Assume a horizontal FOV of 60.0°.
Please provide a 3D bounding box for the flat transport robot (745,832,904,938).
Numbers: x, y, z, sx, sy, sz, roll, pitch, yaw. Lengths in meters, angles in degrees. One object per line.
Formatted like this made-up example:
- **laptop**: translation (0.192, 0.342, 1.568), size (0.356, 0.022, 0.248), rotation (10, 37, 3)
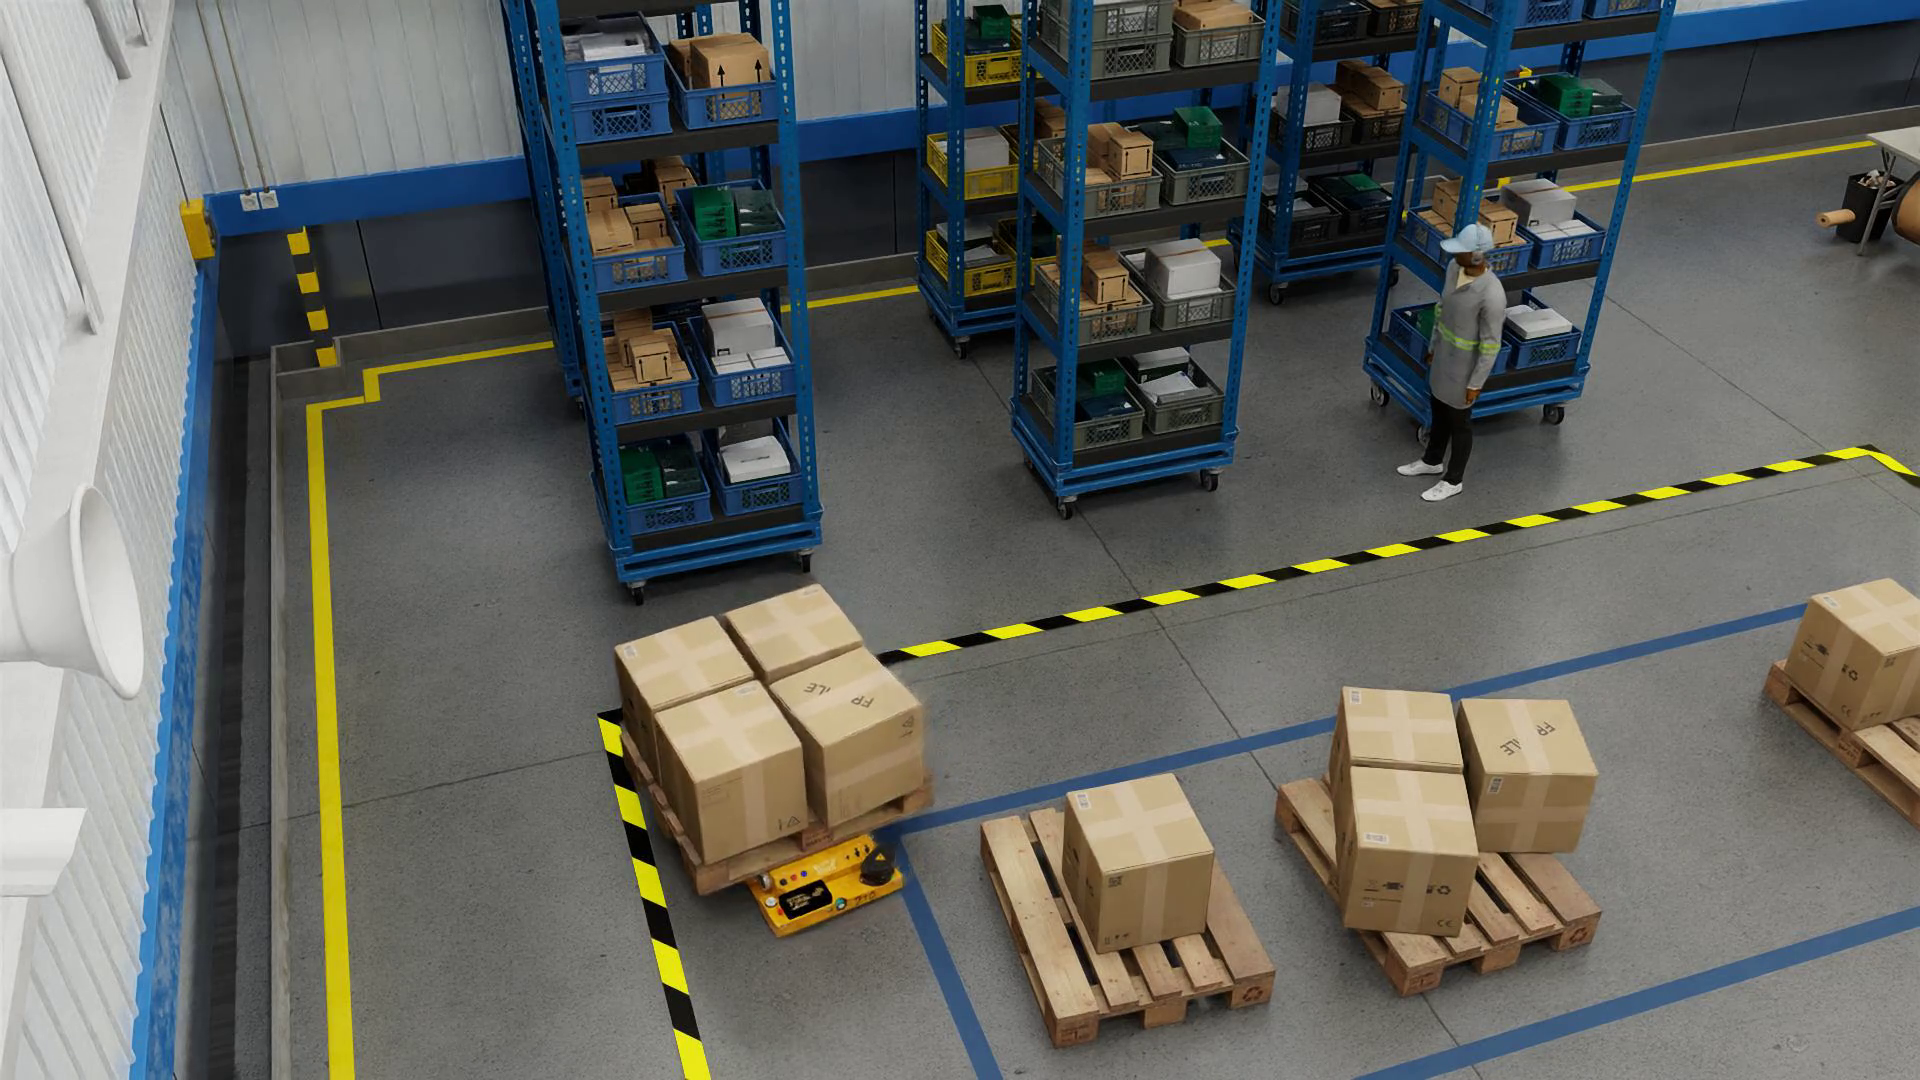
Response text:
- **flat transport robot**: translation (-0.891, 1.299, 8.190), size (0.652, 0.197, 1.431), rotation (-17, 39, -23)

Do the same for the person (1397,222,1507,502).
- **person**: translation (3.033, -1.093, 10.232), size (0.388, 1.849, 0.597), rotation (-9, 36, -12)
